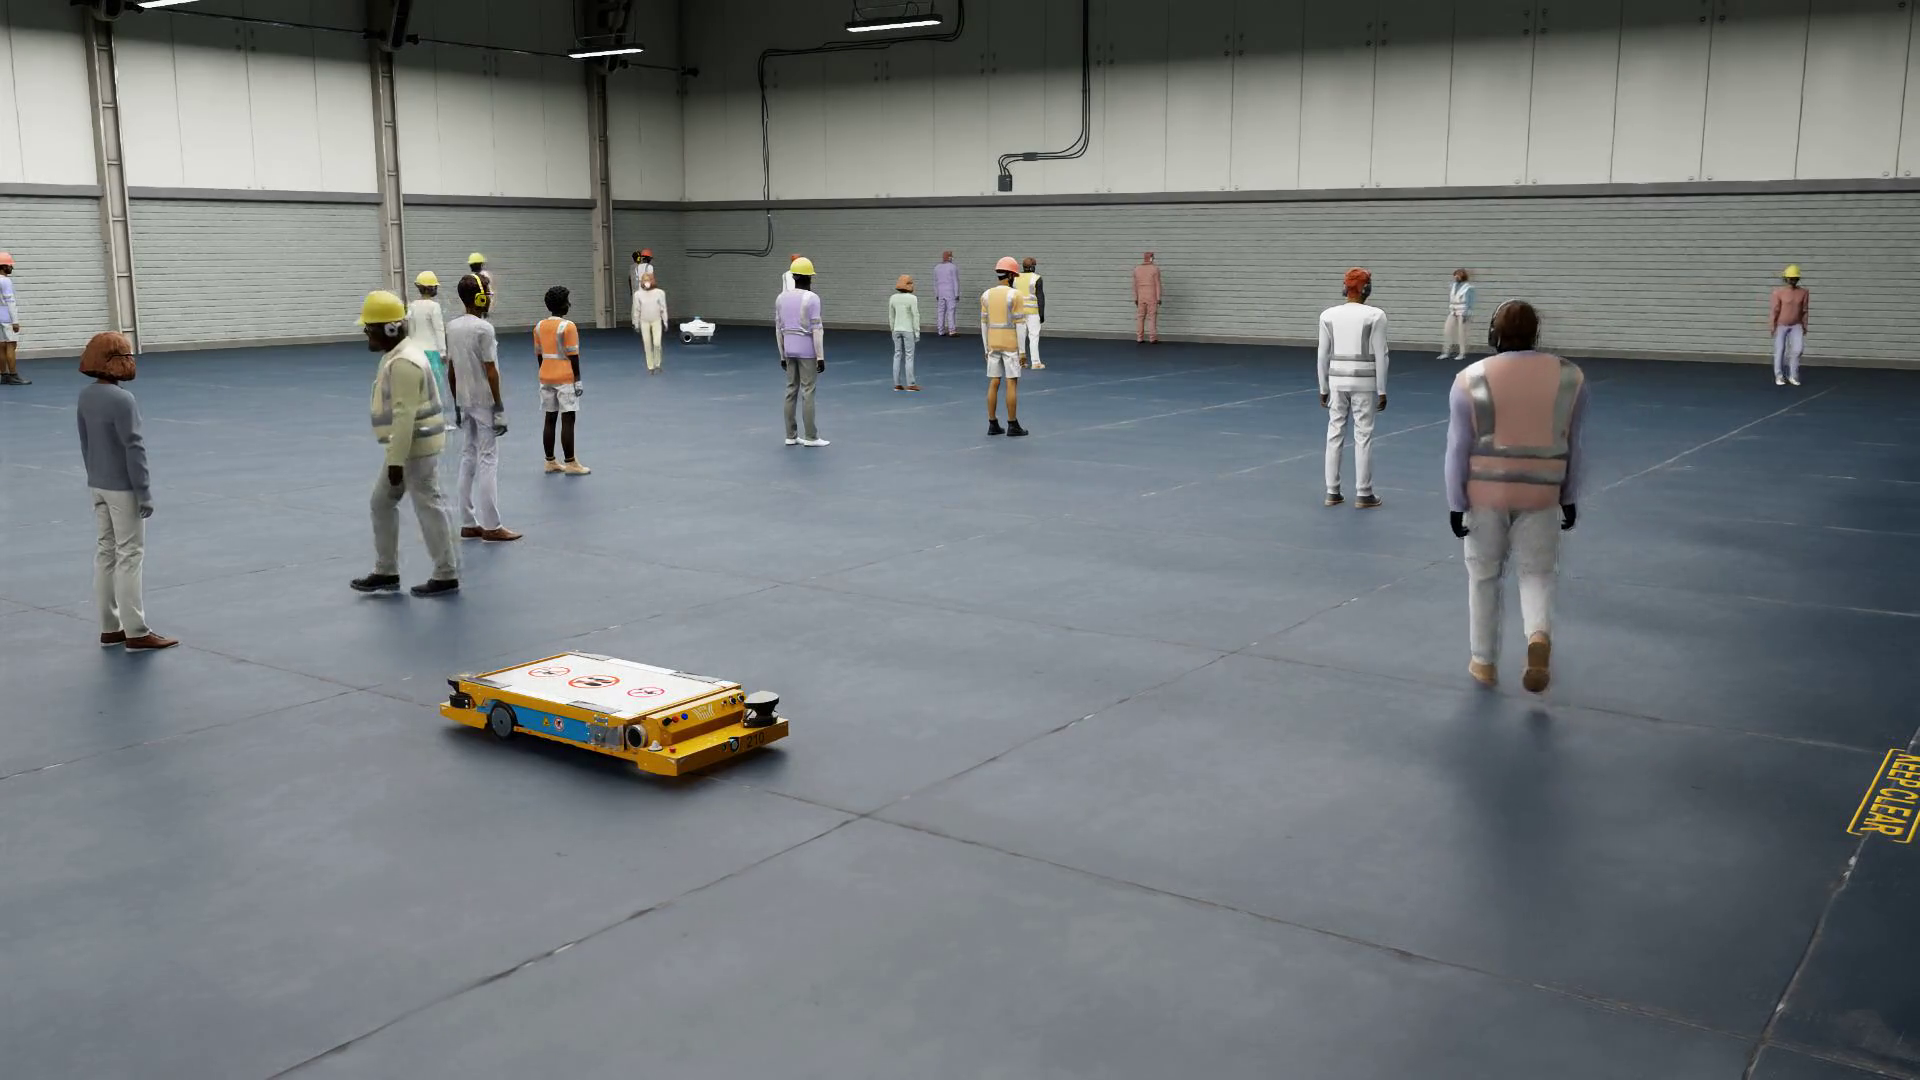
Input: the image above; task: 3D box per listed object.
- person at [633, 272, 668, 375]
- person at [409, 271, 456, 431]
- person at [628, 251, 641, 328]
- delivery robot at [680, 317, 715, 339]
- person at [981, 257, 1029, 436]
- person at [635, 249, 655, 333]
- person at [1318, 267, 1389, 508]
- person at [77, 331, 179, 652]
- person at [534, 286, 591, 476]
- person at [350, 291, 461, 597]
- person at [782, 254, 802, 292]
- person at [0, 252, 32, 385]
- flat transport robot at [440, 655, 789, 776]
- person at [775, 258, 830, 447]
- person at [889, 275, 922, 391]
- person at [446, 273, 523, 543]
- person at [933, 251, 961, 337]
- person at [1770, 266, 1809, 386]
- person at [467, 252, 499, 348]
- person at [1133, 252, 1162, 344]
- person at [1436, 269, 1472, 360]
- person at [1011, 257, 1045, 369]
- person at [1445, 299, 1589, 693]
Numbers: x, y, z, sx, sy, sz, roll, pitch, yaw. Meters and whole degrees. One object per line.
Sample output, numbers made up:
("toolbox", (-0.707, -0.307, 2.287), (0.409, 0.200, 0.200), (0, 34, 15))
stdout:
("person", (-4.872, -3.393, 26.163), (0.536, 1.612, 0.530), (-1, 10, -4))
("person", (-5.883, -2.091, 18.471), (0.523, 1.769, 0.313), (7, 12, 35))
("person", (-7.912, -6.138, 40.848), (0.514, 1.873, 0.329), (7, 12, 35))
("delivery robot", (-5.414, -4.358, 34.300), (0.707, 0.478, 0.477), (-3, 11, -15))
("person", (0.493, -2.082, 17.965), (0.543, 1.928, 0.370), (7, 12, 35))
("person", (-7.286, -5.790, 38.737), (0.543, 1.928, 0.370), (7, 12, 35))
("person", (3.104, -1.197, 13.125), (0.572, 1.887, 0.356), (7, 12, 35))
("person", (-4.291, -0.246, 8.504), (0.498, 1.634, 0.281), (7, 12, 35))
("person", (-3.583, -1.422, 14.917), (0.533, 1.697, 0.319), (7, 12, 35))
("person", (-3.287, -0.532, 9.643), (0.754, 1.796, 0.620), (-4, 11, -23))
("person", (-2.901, -4.152, 29.688), (0.572, 1.883, 0.356), (7, 12, 35))
("person", (-13.985, -3.240, 24.427), (0.543, 1.939, 0.359), (7, 12, 35))
("flat transport robot", (-1.478, 0.700, 7.023), (1.431, 0.197, 0.652), (7, 12, 35))
("person", (-1.618, -1.914, 17.025), (0.585, 1.928, 0.368), (7, 12, 35))
("person", (-0.772, -2.914, 23.449), (0.498, 1.634, 0.281), (7, 12, 35))
("person", (-3.346, -0.916, 11.600), (0.514, 1.873, 0.329), (7, 12, 35))
("person", (-0.269, -5.464, 36.968), (0.638, 1.910, 0.407), (7, 12, 35))
("person", (12.091, -3.109, 24.205), (0.562, 1.740, 0.631), (1, 10, 5))
("person", (-8.576, -4.195, 29.855), (0.480, 1.914, 0.588), (-8, 13, -37))
("person", (3.906, -5.017, 34.486), (0.638, 1.903, 0.408), (7, 12, 35))
("person", (8.775, -3.981, 29.452), (0.685, 1.609, 0.530), (-6, 12, -31))
("person", (1.147, -3.752, 27.566), (0.622, 1.845, 0.429), (7, 12, 35))
("person", (2.549, -0.190, 7.659), (0.635, 1.827, 0.674), (1, 10, 6))
